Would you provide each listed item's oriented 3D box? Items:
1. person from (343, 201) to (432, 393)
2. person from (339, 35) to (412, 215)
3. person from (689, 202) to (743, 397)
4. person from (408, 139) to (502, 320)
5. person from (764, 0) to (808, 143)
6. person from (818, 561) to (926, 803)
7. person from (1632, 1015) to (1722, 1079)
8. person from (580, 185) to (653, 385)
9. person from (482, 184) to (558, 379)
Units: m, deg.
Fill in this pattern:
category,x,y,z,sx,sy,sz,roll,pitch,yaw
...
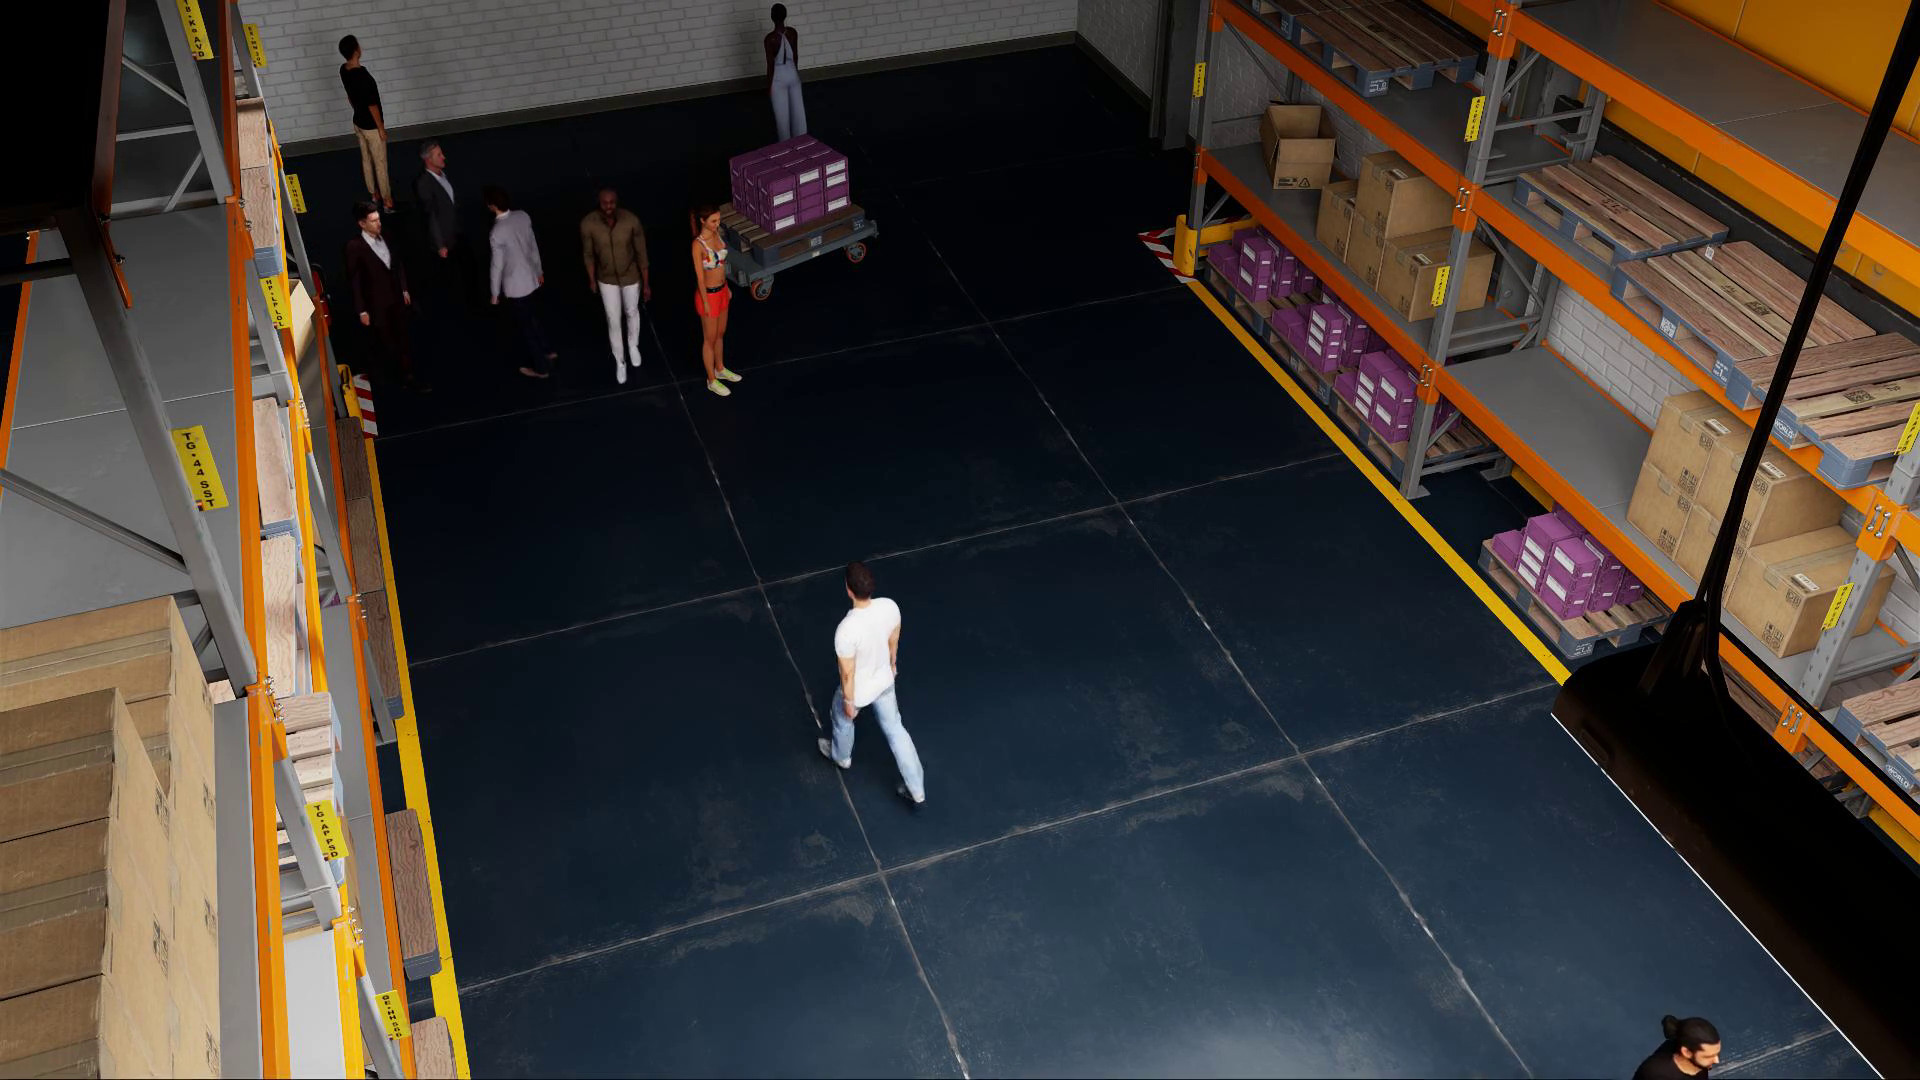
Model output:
category,x,y,z,sx,sy,sz,roll,pitch,yaw
person,-5.012,-2.078,14.275,1.018,1.856,0.956,16,41,19
person,-6.049,-4.248,16.988,0.618,1.860,0.765,31,48,33
person,-2.144,-2.106,14.365,0.738,1.788,0.669,14,41,17
person,-4.776,-2.783,15.196,1.082,1.809,1.128,5,39,7
person,-1.876,-4.881,17.843,0.643,1.783,0.605,-29,47,-31
person,-0.529,0.944,10.514,0.980,1.827,1.282,-28,47,-31
person,3.297,2.873,8.186,0.863,1.717,1.237,-25,45,-28
person,-3.003,-2.349,14.652,0.785,1.808,0.863,-9,40,-11
person,-3.756,-2.218,14.472,0.854,1.830,0.769,11,40,14
